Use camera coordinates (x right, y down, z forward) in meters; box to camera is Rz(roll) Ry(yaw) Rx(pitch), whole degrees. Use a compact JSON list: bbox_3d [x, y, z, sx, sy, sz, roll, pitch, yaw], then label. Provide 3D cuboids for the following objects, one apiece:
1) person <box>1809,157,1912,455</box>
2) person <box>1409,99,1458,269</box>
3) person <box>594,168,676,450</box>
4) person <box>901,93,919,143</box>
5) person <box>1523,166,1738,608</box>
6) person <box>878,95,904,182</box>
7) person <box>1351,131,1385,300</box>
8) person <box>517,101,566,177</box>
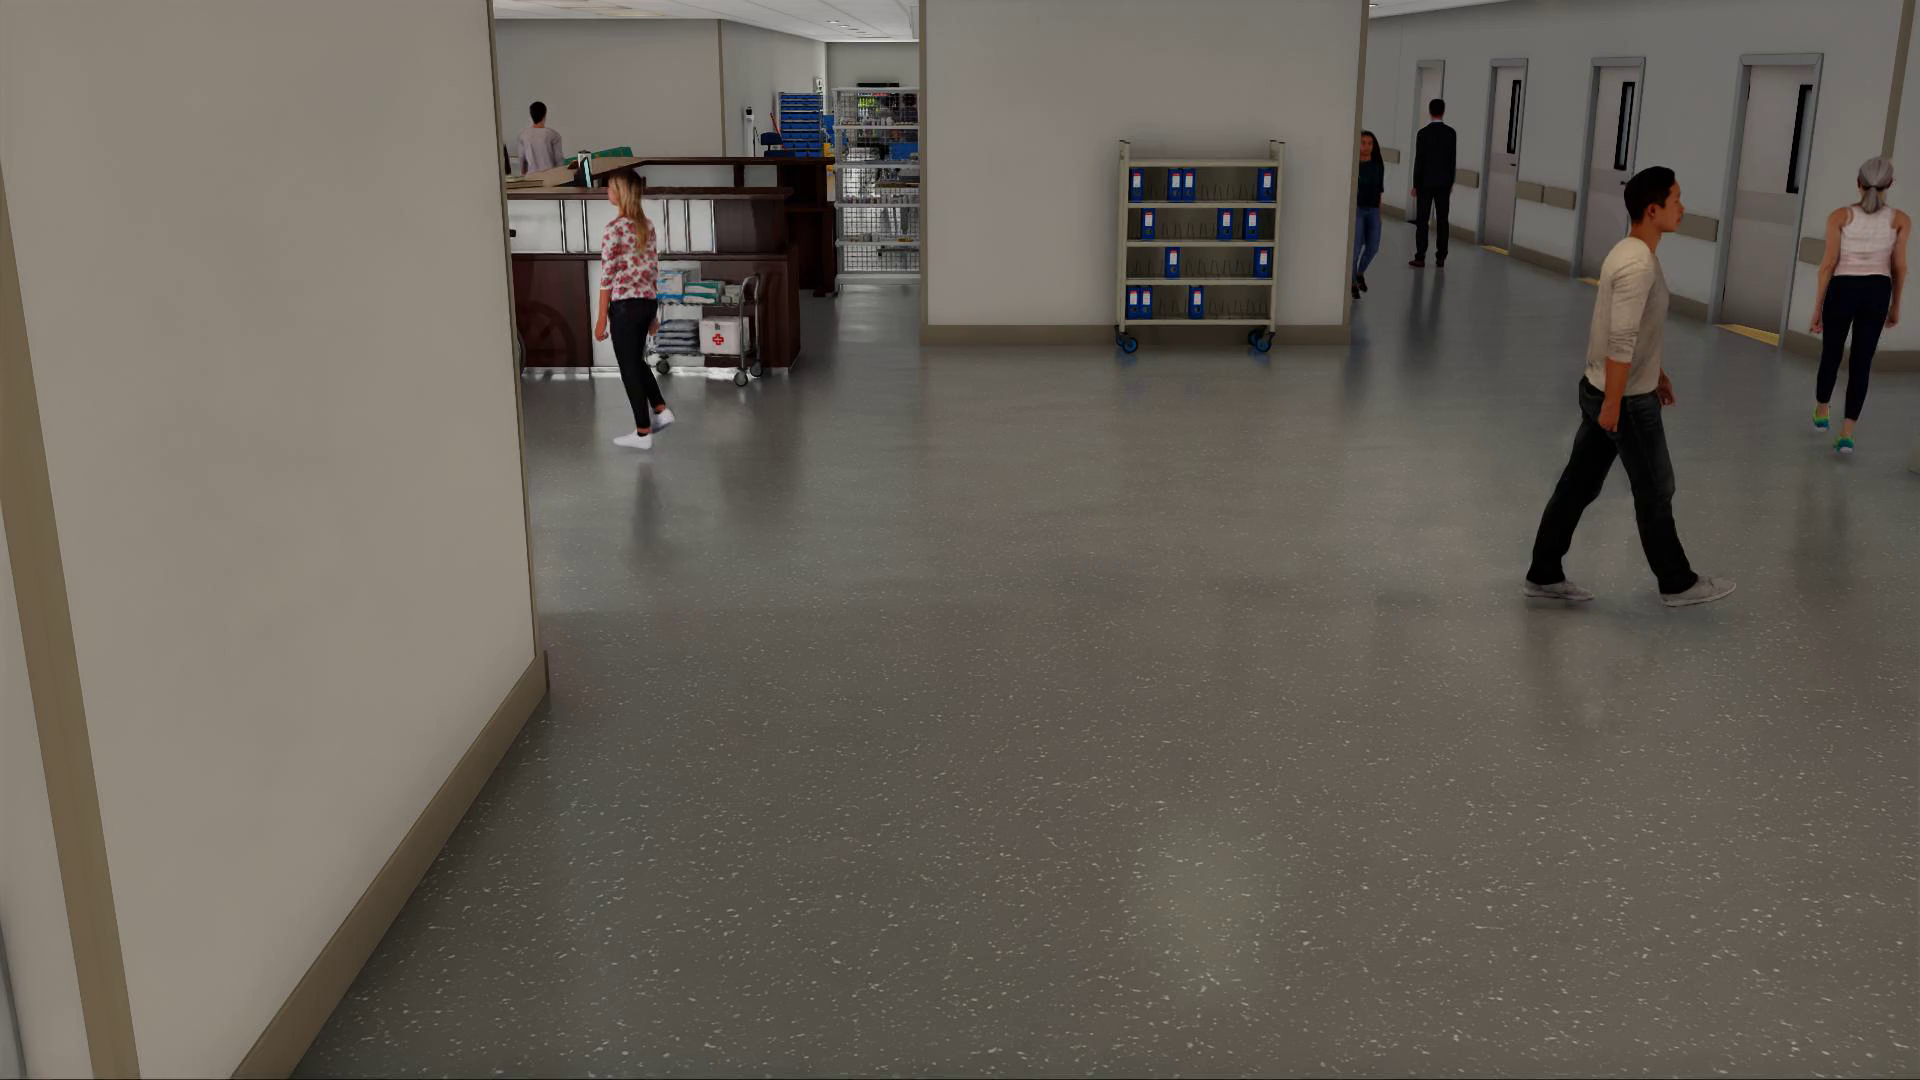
[{"bbox_3d":[5.148,-1.295,9.521,1.207,1.648,1.021,7,17,23],"label":"person"},{"bbox_3d":[5.379,-4.049,18.897,0.528,1.861,0.700,-1,16,-3],"label":"person"},{"bbox_3d":[-1.839,-1.329,9.694,0.691,1.621,0.670,6,17,20],"label":"person"},{"bbox_3d":[-1.084,-8.838,36.211,0.857,1.684,0.703,1,16,4],"label":"person"},{"bbox_3d":[2.578,-0.584,6.761,1.084,1.777,0.770,3,16,10],"label":"person"},{"bbox_3d":[-1.296,-7.061,29.829,1.036,1.728,1.069,13,21,40],"label":"person"},{"bbox_3d":[3.902,-3.168,16.247,0.579,1.605,0.663,-1,16,-5],"label":"person"},{"bbox_3d":[-4.705,-4.001,18.761,0.465,1.843,0.726,1,16,2],"label":"person"}]
